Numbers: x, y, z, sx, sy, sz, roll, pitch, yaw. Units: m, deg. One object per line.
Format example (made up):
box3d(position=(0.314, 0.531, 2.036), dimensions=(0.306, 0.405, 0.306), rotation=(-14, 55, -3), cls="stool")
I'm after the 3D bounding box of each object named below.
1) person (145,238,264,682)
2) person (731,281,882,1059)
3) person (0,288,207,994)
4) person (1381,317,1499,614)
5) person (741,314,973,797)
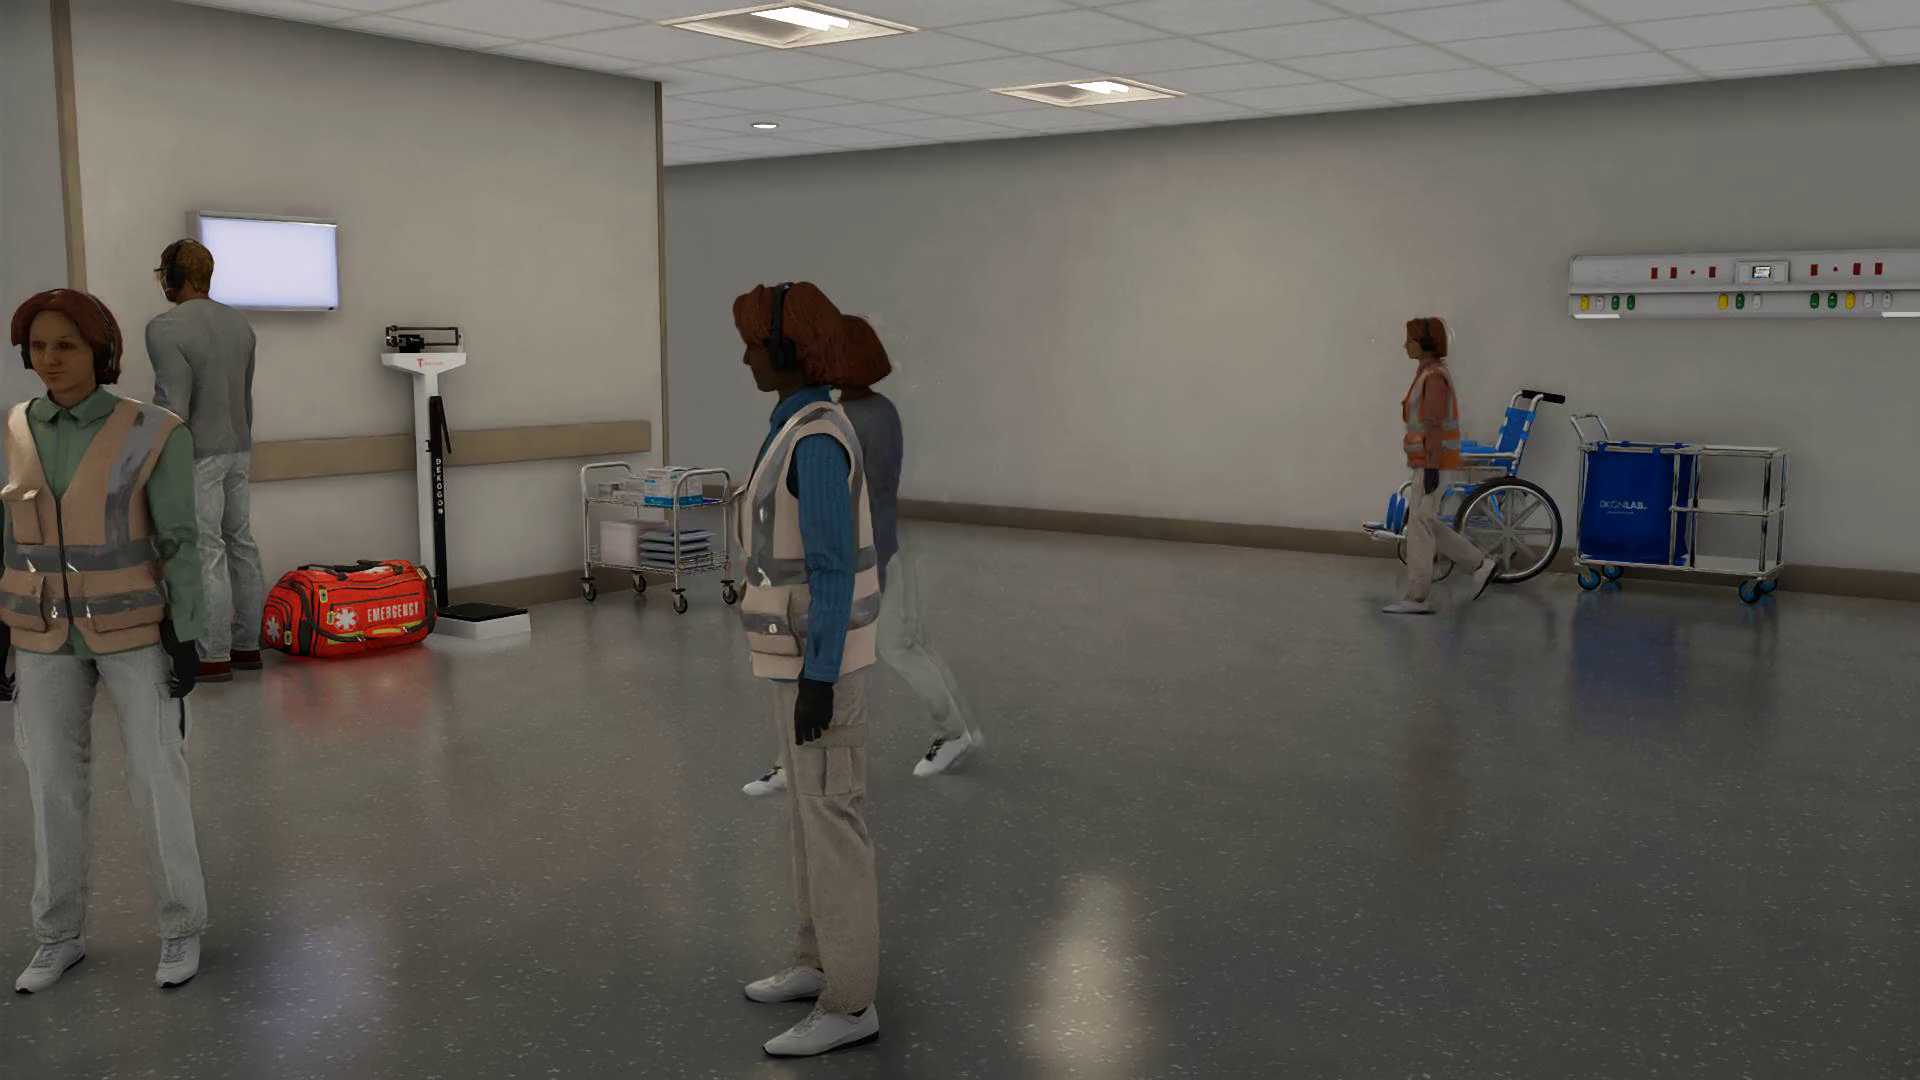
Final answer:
box3d(position=(-3.325, -0.342, 7.306), dimensions=(0.377, 1.940, 0.628), rotation=(1, 7, 11), cls="person")
box3d(position=(-0.326, 0.273, 3.570), dimensions=(0.313, 1.636, 0.517), rotation=(-2, 7, -12), cls="person")
box3d(position=(-2.011, 0.241, 3.864), dimensions=(0.514, 1.630, 0.318), rotation=(-1, 7, -5), cls="person")
box3d(position=(2.616, -0.394, 9.006), dimensions=(0.552, 1.625, 0.526), rotation=(1, 7, 9), cls="person")
box3d(position=(-0.308, 0.043, 5.582), dimensions=(0.832, 1.597, 0.510), rotation=(-5, 9, -34), cls="person")
